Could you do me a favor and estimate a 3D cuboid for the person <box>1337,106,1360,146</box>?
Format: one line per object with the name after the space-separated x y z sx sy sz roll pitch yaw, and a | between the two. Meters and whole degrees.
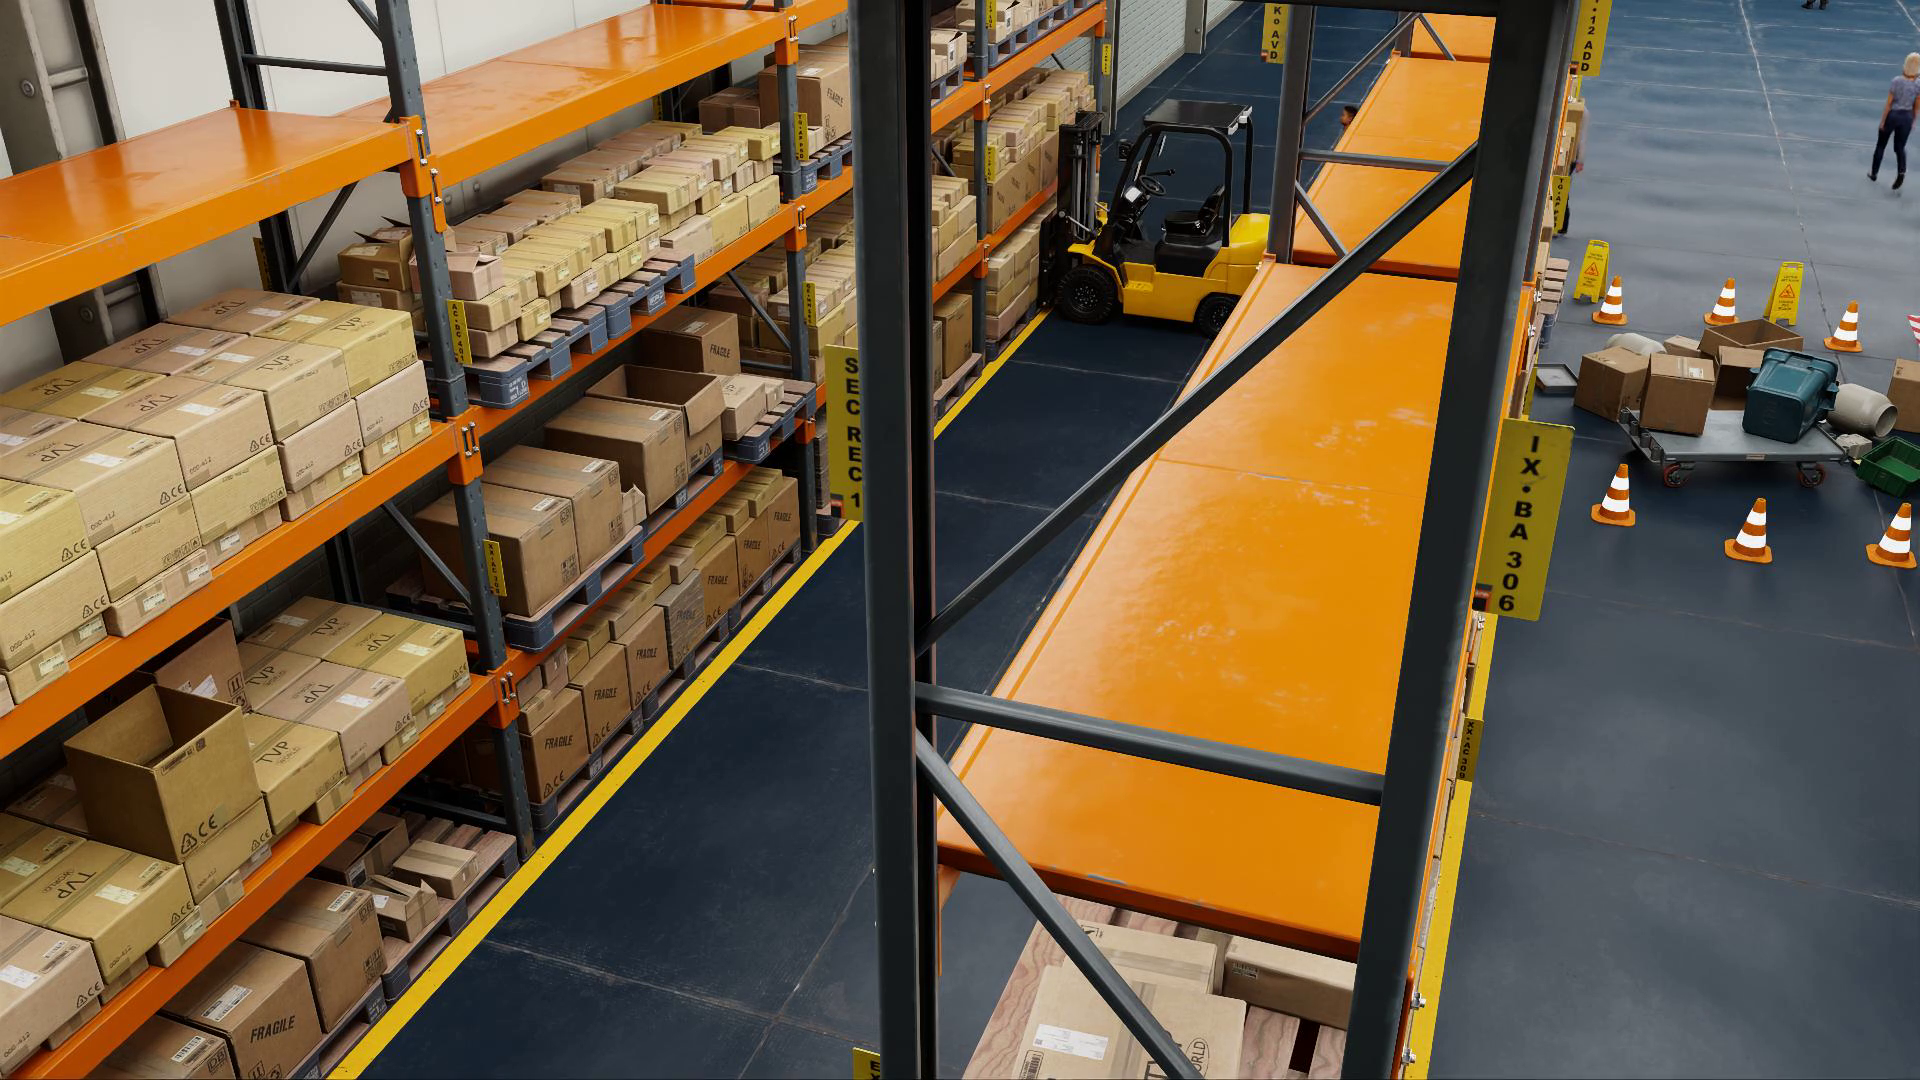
4.712 -4.644 20.338 0.693 1.456 0.541 1 28 2 | person

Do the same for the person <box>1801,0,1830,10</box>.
16.934 -11.342 32.522 0.734 1.825 0.659 5 28 9 | person

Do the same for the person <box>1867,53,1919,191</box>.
12.142 -5.381 21.468 0.718 1.695 1.102 5 28 9 | person
